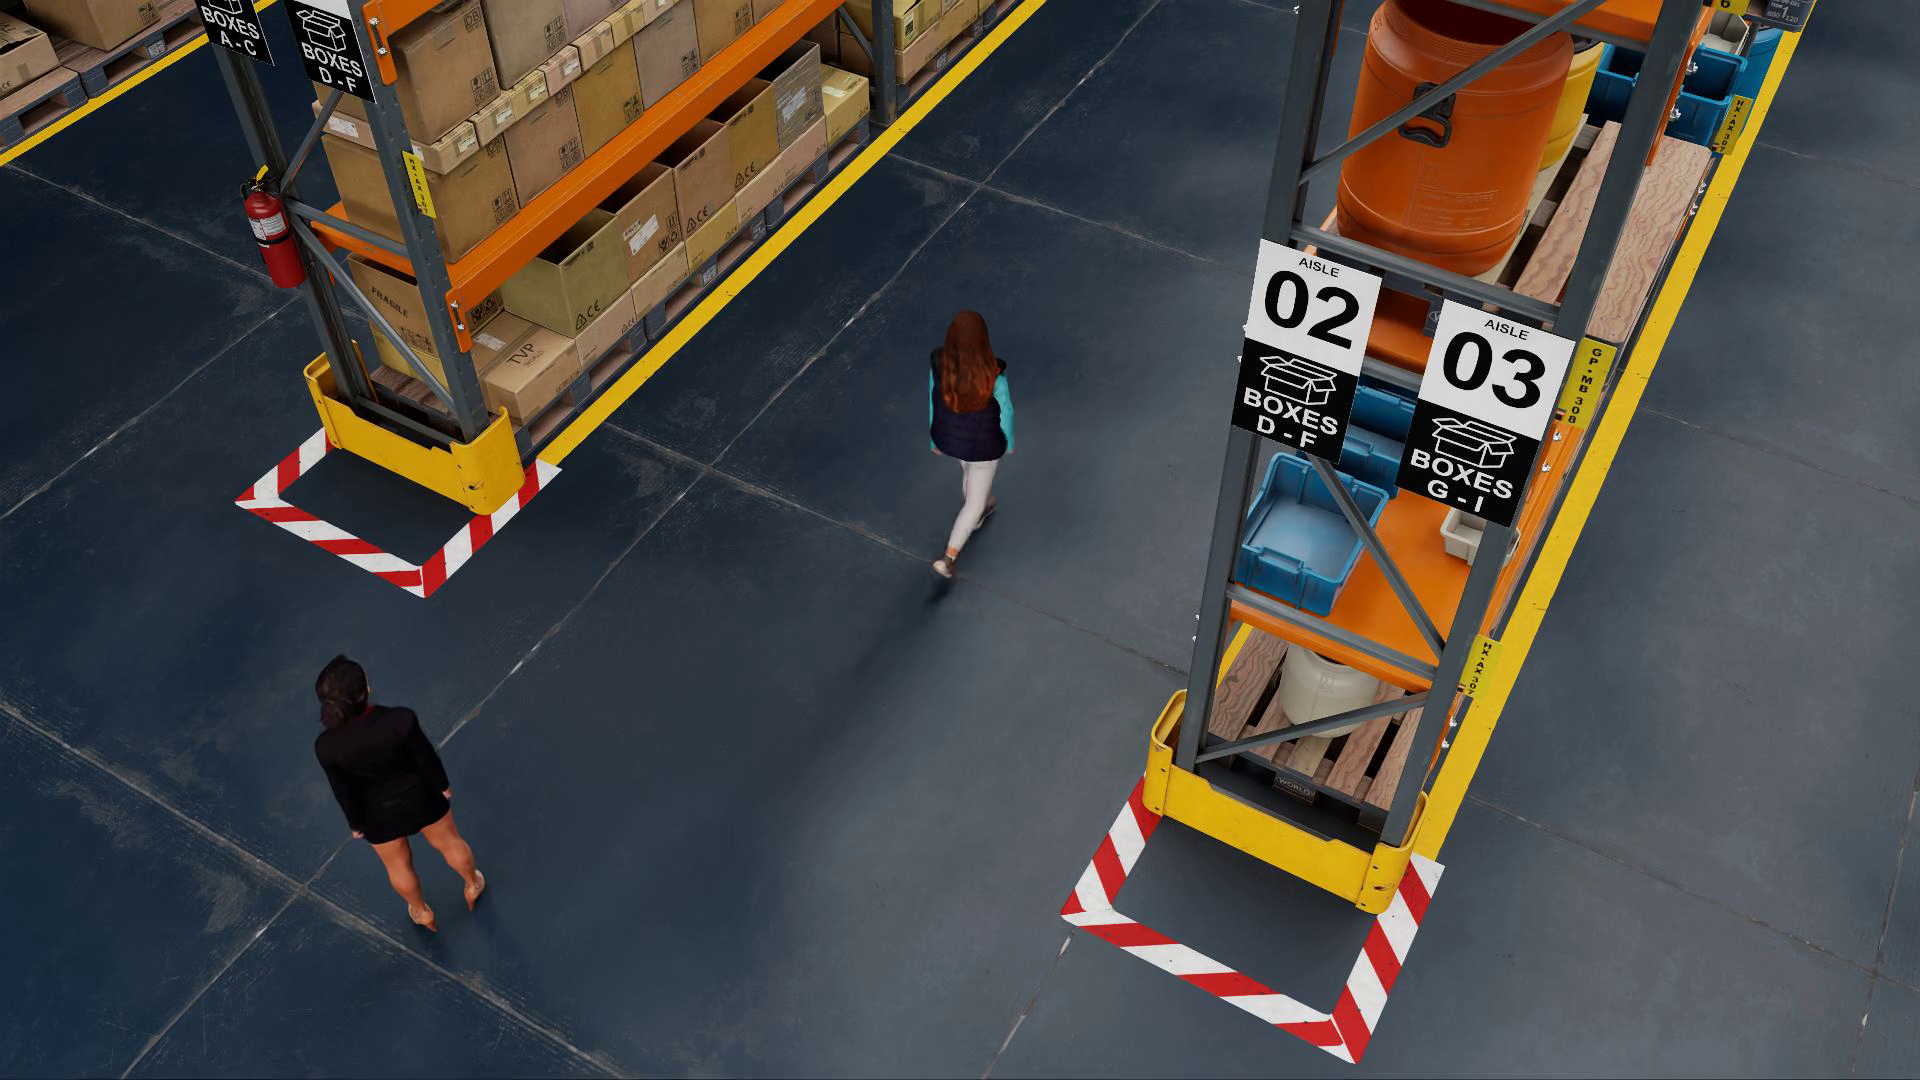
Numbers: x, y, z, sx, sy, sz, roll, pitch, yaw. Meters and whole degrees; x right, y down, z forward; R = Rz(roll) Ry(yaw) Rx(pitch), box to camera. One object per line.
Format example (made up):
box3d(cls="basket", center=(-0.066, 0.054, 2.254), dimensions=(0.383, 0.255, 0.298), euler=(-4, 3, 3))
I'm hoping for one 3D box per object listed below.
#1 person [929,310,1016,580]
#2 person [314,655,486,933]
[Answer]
box3d(cls="person", center=(0.024, -0.439, 8.033), dimensions=(0.556, 1.479, 0.919), euler=(23, 51, 20))
box3d(cls="person", center=(-2.210, 1.034, 6.561), dimensions=(0.657, 1.641, 0.734), euler=(-21, 51, -18))
